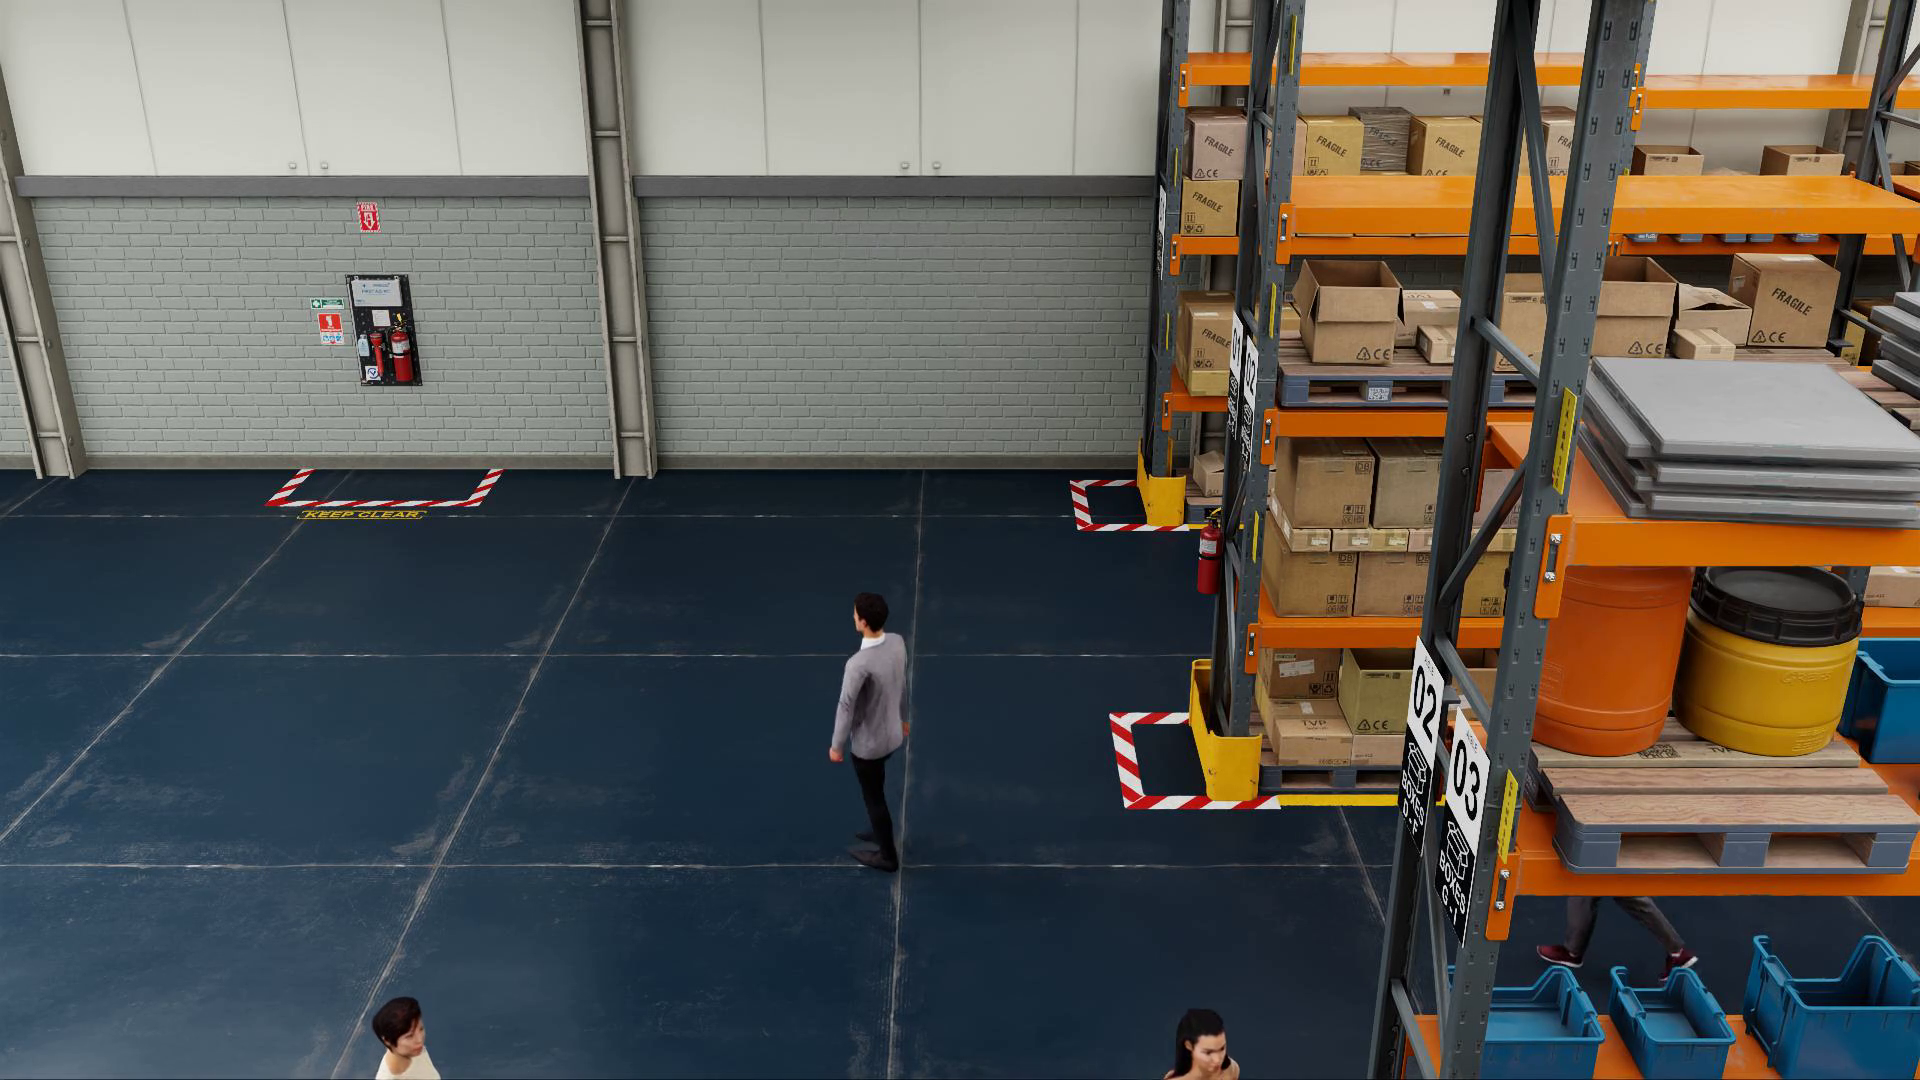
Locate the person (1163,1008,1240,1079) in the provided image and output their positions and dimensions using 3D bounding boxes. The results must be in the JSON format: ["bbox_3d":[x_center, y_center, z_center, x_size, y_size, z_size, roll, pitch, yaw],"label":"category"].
[{"bbox_3d":[0.953,2.714,7.214,1.188,1.682,1.018,-11,26,-25],"label":"person"}]

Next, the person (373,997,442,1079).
[{"bbox_3d":[-2.405,2.704,7.358,0.483,1.588,0.602,1,23,2],"label":"person"}]

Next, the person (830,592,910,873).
[{"bbox_3d":[-0.459,1.240,10.388,0.874,1.910,0.866,11,25,24],"label":"person"}]
